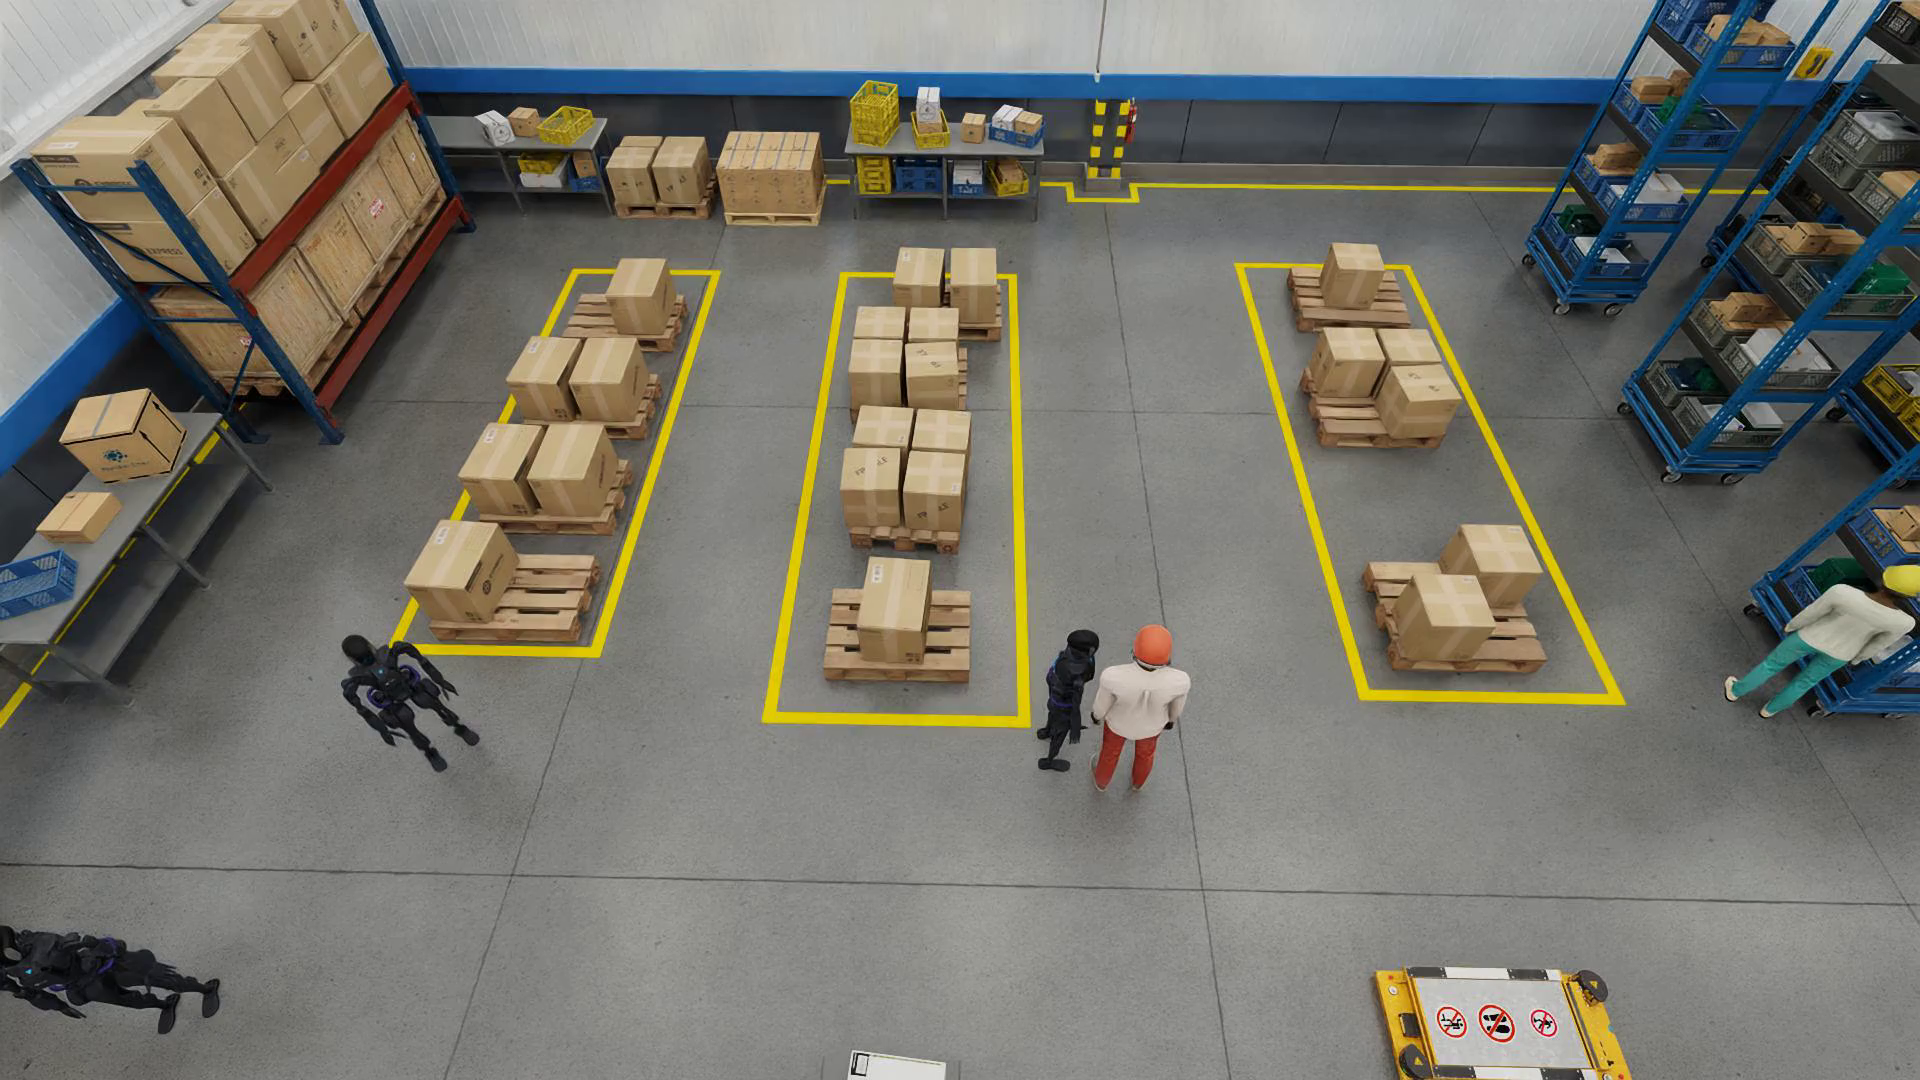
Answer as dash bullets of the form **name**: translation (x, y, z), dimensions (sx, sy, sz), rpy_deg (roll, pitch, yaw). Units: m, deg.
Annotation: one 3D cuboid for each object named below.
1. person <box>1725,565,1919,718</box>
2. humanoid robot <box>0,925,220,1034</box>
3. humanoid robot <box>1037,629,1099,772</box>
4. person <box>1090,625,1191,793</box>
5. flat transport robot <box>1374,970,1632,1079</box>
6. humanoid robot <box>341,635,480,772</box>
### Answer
- **person**: translation (6.502, 0.767, 6.891), dimensions (0.524, 1.772, 0.299), rpy_deg (35, 59, 25)
- **humanoid robot**: translation (-5.098, 2.606, 5.452), dimensions (0.570, 1.651, 0.335), rpy_deg (-22, 54, -17)
- **humanoid robot**: translation (0.777, 1.139, 6.648), dimensions (0.326, 1.651, 0.570), rpy_deg (1, 51, 1)
- **person**: translation (1.217, 1.216, 6.381), dimensions (0.609, 1.995, 0.376), rpy_deg (3, 51, 2)
- **flat transport robot**: translation (3.501, 3.133, 5.914), dimensions (1.431, 0.197, 0.652), rpy_deg (1, 51, 1)
- **humanoid robot**: translation (-4.004, 1.158, 6.632), dimensions (0.338, 1.648, 0.574), rpy_deg (31, 57, 23)
